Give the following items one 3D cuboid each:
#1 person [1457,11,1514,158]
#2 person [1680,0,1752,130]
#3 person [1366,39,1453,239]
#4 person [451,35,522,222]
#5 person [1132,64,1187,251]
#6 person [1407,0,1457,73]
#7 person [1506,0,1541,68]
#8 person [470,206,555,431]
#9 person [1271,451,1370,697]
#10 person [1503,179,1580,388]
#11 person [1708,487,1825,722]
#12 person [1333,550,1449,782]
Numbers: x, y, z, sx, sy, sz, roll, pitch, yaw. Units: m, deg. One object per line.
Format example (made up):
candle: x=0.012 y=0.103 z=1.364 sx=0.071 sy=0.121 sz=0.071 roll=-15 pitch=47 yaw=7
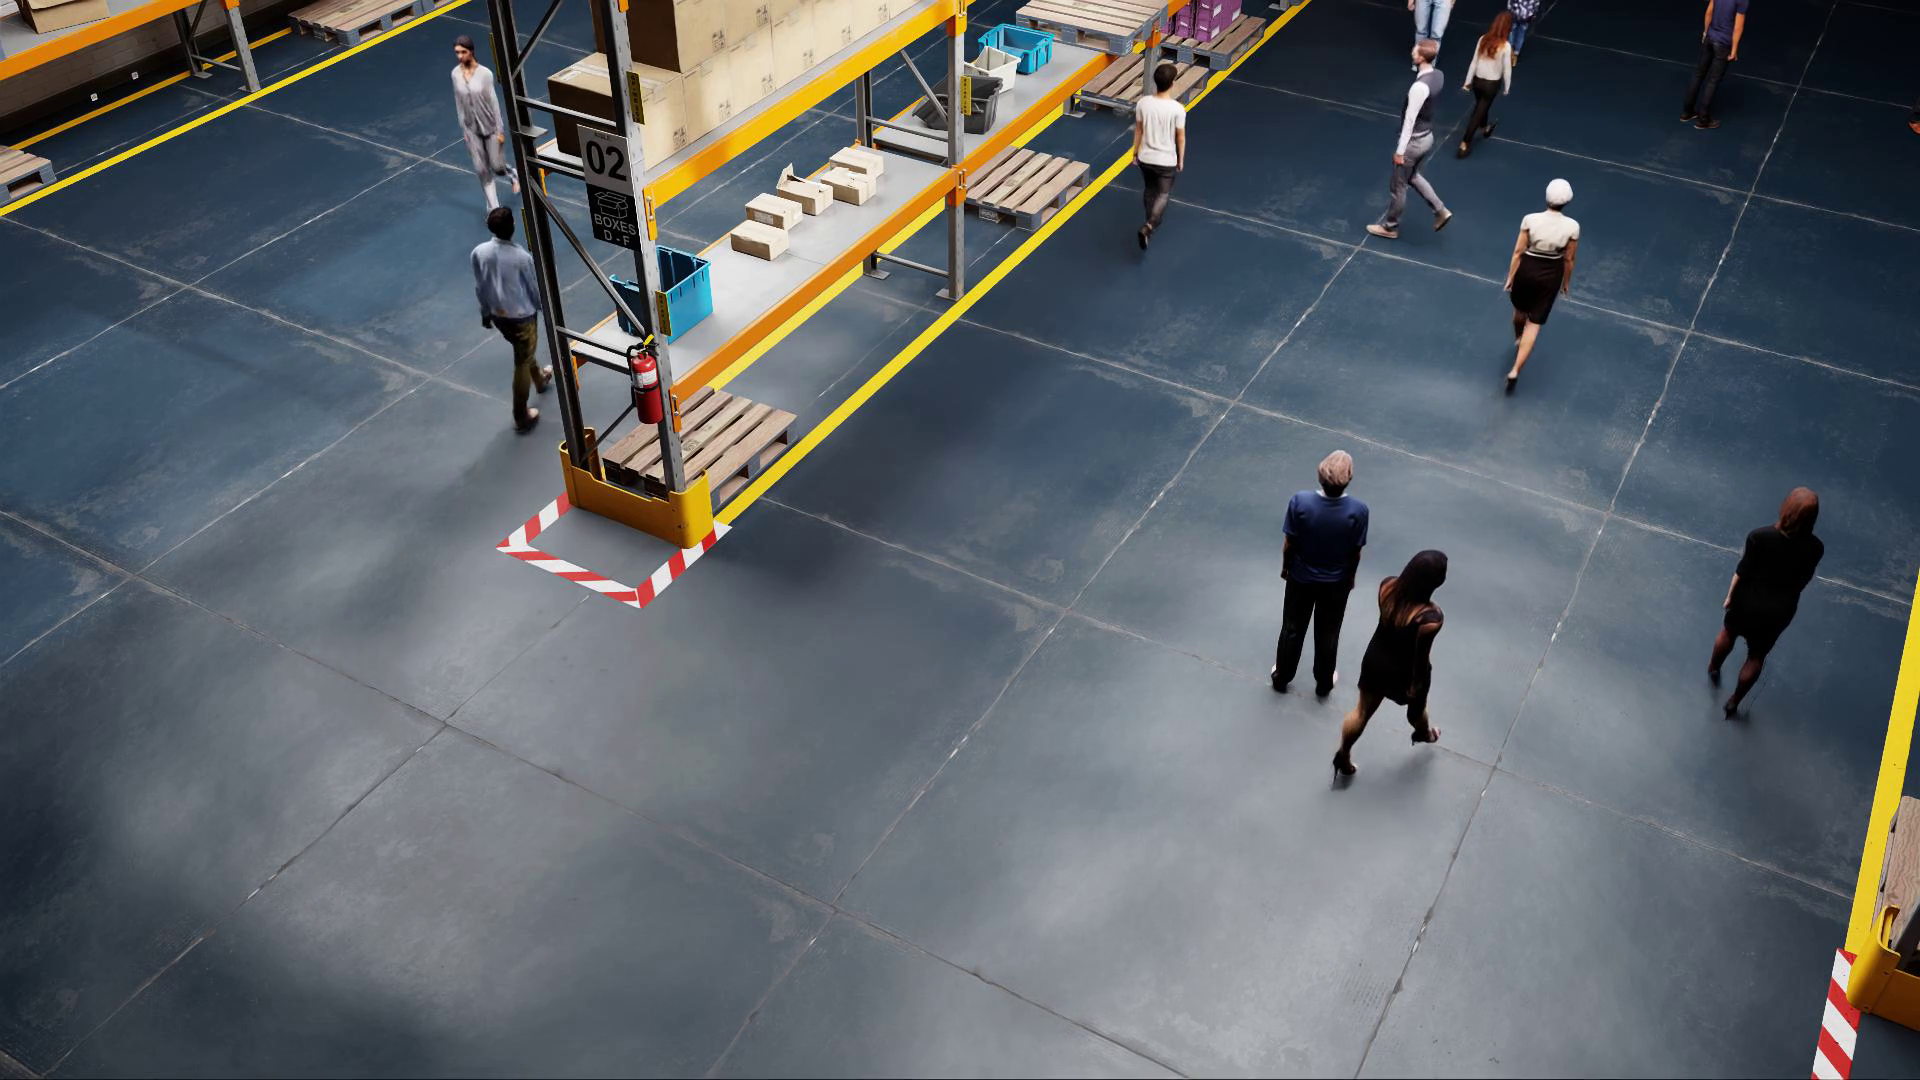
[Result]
person: x=5.252 y=-4.544 z=16.724 sx=1.017 sy=1.448 sz=0.747 roll=-31 pitch=48 yaw=-33
person: x=7.869 y=-5.173 z=17.238 sx=0.736 sy=1.789 sz=0.708 roll=-15 pitch=41 yaw=-17
person: x=4.210 y=-3.605 z=15.173 sx=0.738 sy=1.916 sz=0.907 roll=24 pitch=44 yaw=27
person: x=-4.455 y=-3.910 z=15.682 sx=0.772 sy=1.758 sz=0.941 roll=8 pitch=39 yaw=9
person: x=1.779 y=-3.475 z=15.182 sx=0.664 sy=1.701 sz=0.990 roll=17 pitch=42 yaw=20
person: x=5.211 y=-5.985 z=18.233 sx=0.735 sy=1.816 sz=1.075 roll=17 pitch=42 yaw=20
person: x=6.288 y=-5.905 z=18.595 sx=0.578 sy=1.240 sz=0.592 roll=6 pitch=39 yaw=7
person: x=-3.489 y=-1.671 z=12.863 sx=0.797 sy=1.777 sz=1.077 roll=13 pitch=40 yaw=16
person: x=2.254 y=0.219 z=10.420 sx=0.716 sy=1.872 sz=0.646 roll=9 pitch=39 yaw=11
person: x=4.620 y=-2.012 z=13.347 sx=0.734 sy=1.705 sz=1.133 roll=14 pitch=41 yaw=17
person: x=4.963 y=0.440 z=10.283 sx=0.648 sy=1.697 sz=0.779 roll=13 pitch=40 yaw=16
person: x=2.518 y=0.788 z=9.874 sx=1.145 sy=1.663 sz=0.961 roll=-21 pitch=43 yaw=-24
